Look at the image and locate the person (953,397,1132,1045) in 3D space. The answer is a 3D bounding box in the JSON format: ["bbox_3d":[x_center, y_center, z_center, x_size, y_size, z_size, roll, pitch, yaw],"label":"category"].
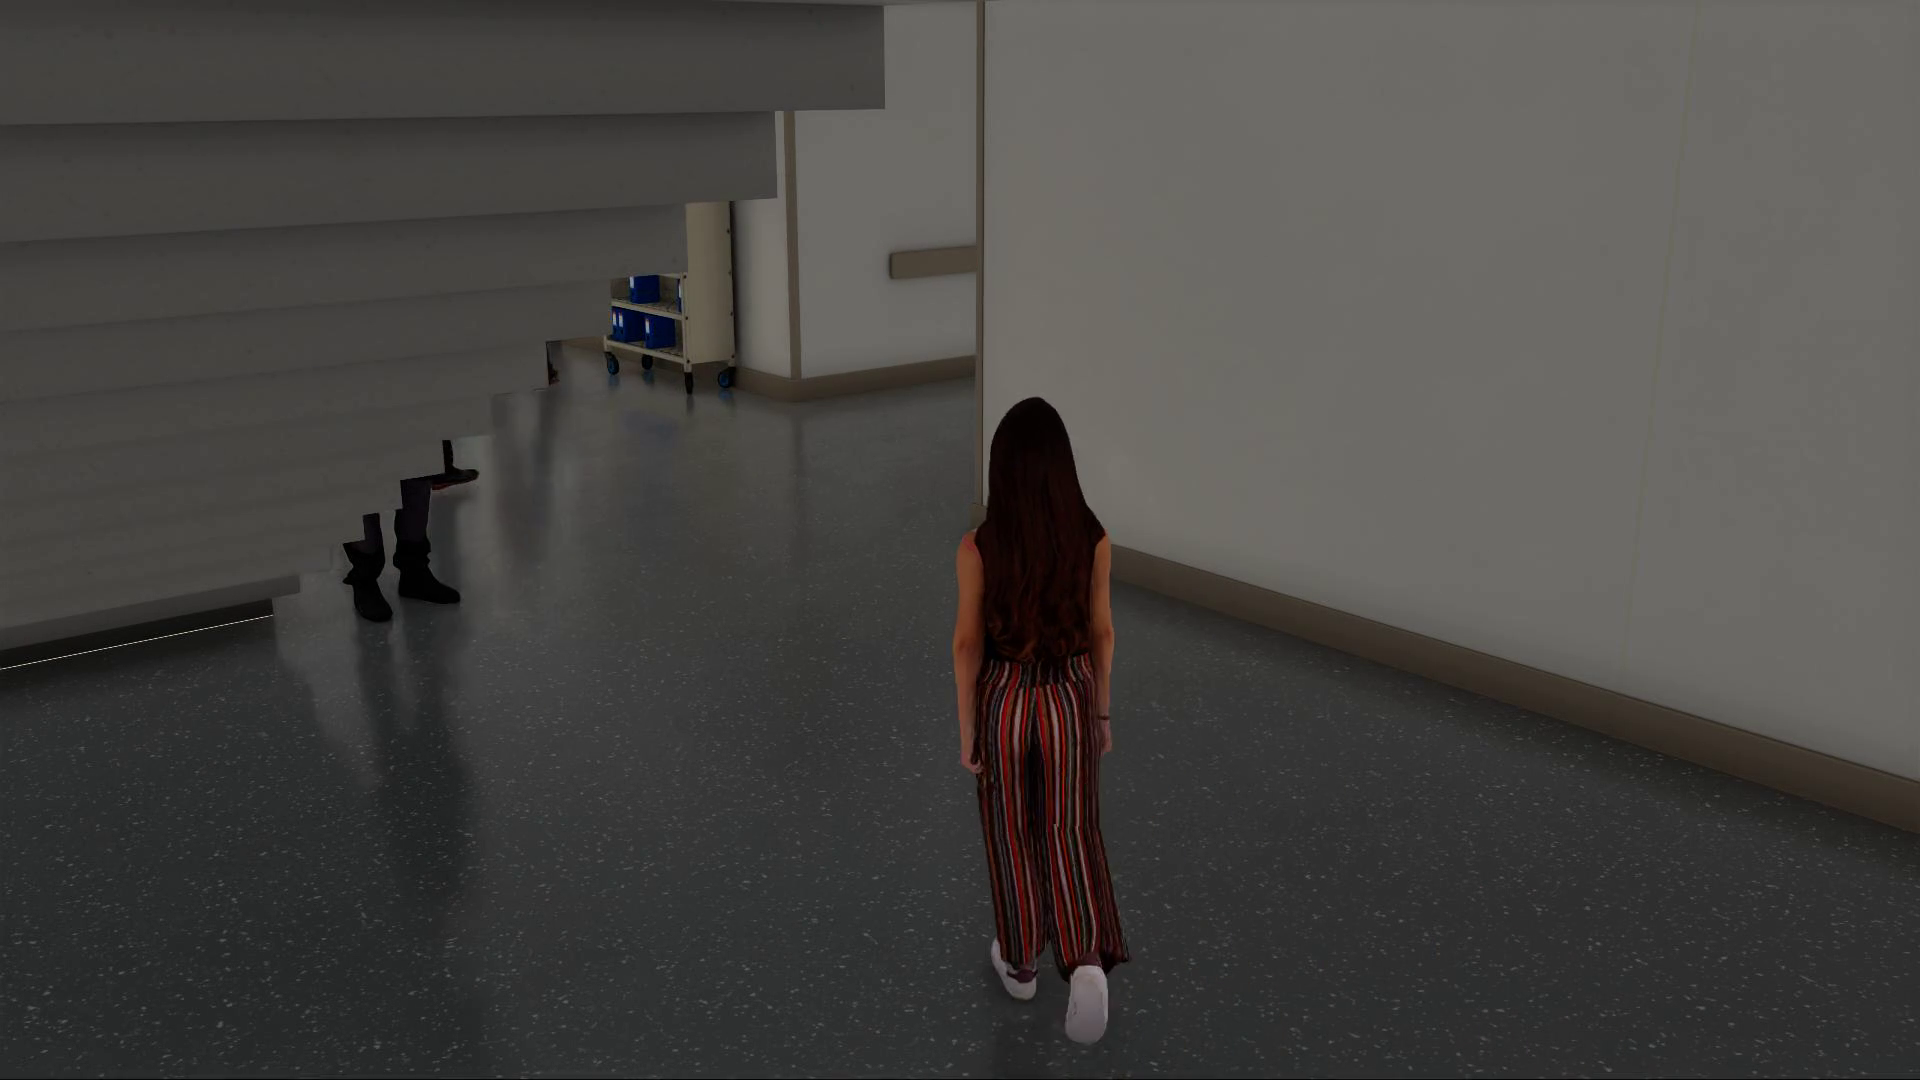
[{"bbox_3d":[0.194,0.448,3.927,0.856,1.548,1.001,-1,16,-5],"label":"person"}]
